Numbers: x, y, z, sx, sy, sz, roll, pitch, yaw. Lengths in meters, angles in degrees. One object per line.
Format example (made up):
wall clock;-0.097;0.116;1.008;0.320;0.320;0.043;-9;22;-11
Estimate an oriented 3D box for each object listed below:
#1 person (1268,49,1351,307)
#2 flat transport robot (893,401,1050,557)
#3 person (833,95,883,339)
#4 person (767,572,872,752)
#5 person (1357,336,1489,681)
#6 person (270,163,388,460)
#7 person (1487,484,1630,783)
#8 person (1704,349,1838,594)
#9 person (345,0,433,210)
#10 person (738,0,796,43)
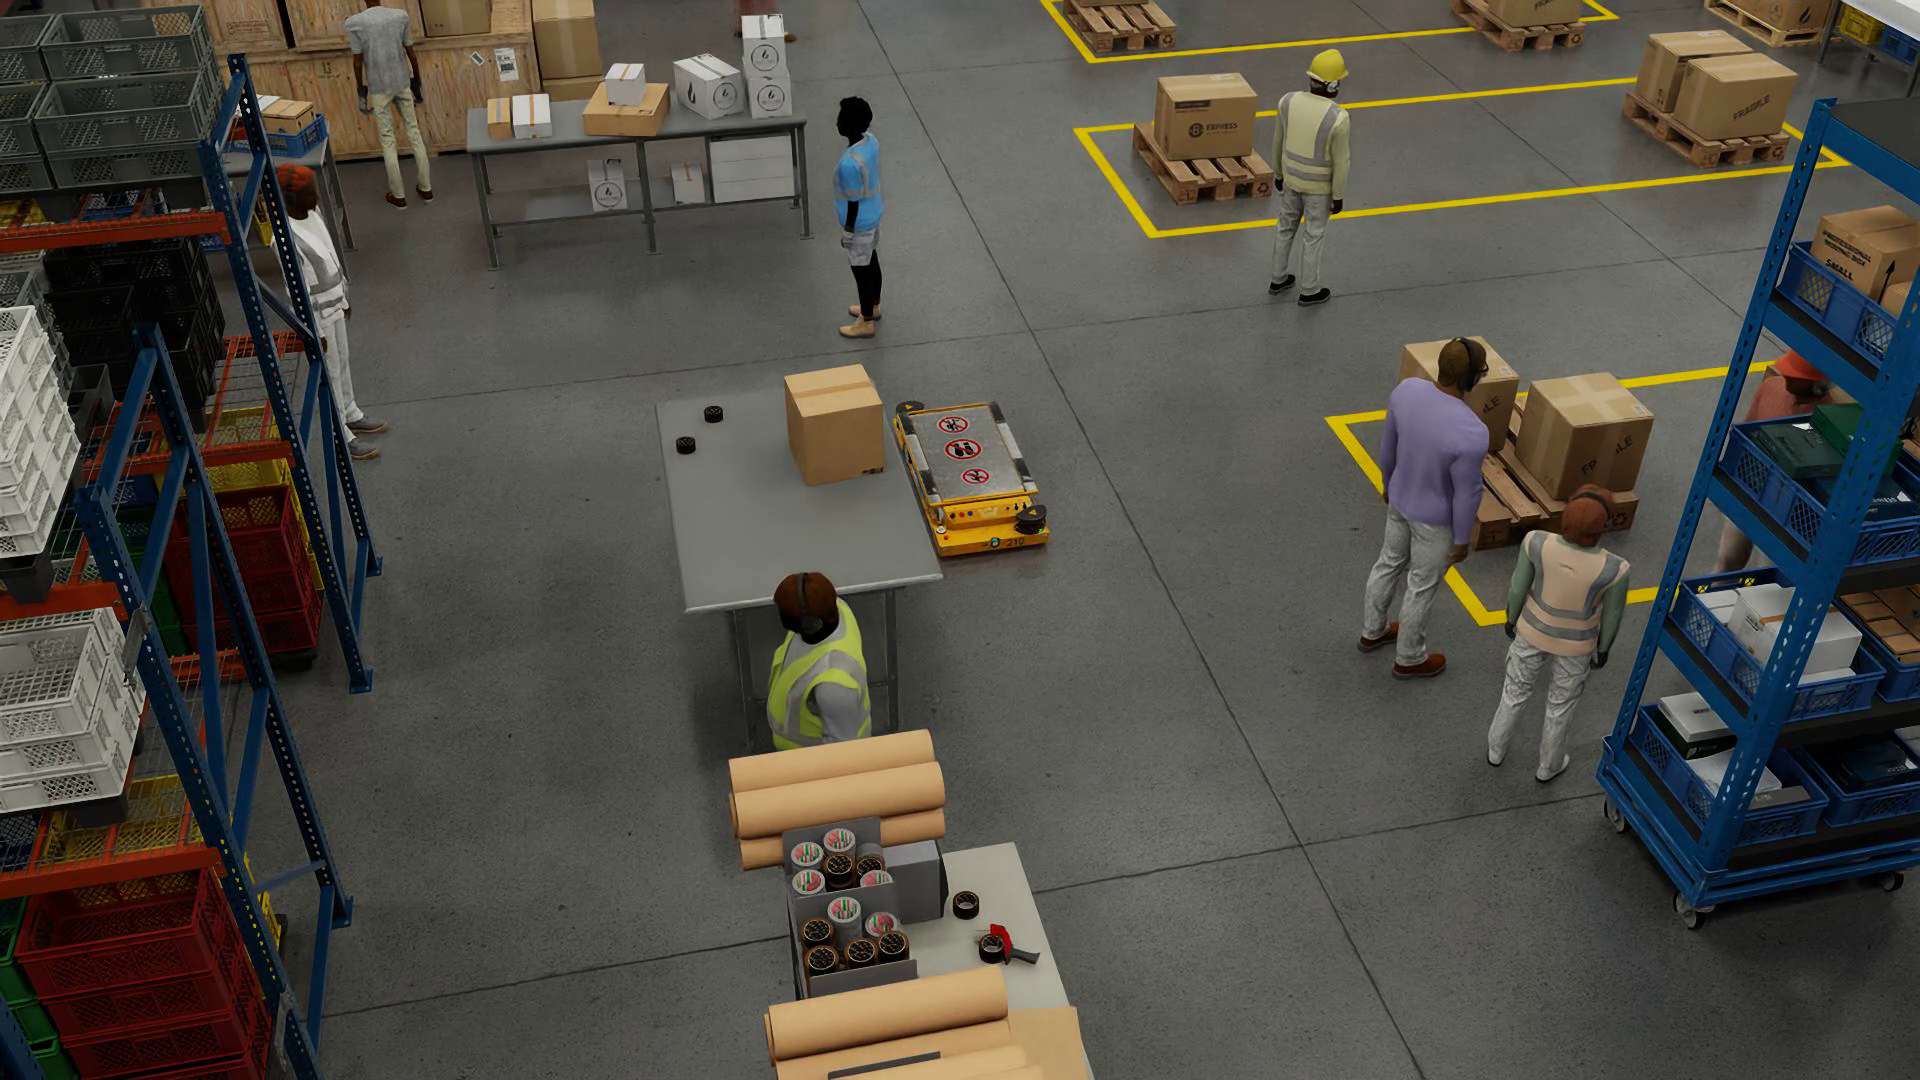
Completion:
person;2.456;-2.527;11.627;0.404;1.830;0.601;-29;45;-33
flat transport robot;0.046;-0.430;10.108;0.652;0.197;1.431;-8;37;-10
person;-0.689;-2.188;11.282;0.316;1.699;0.540;7;37;9
person;-0.589;0.873;7.057;0.429;1.837;0.621;-6;37;-8
person;2.337;-0.155;8.353;0.354;1.937;0.635;-18;40;-22
person;-3.838;-1.378;10.042;0.355;1.883;0.576;-2;37;-3
person;2.787;0.455;7.779;0.514;1.641;0.308;21;41;25
person;4.048;-0.159;8.314;0.392;1.991;0.612;-15;39;-20
person;-4.434;-3.503;12.920;0.517;1.865;0.322;-22;42;-27
person;-1.867;-5.702;15.851;0.722;1.884;0.679;0;37;0
